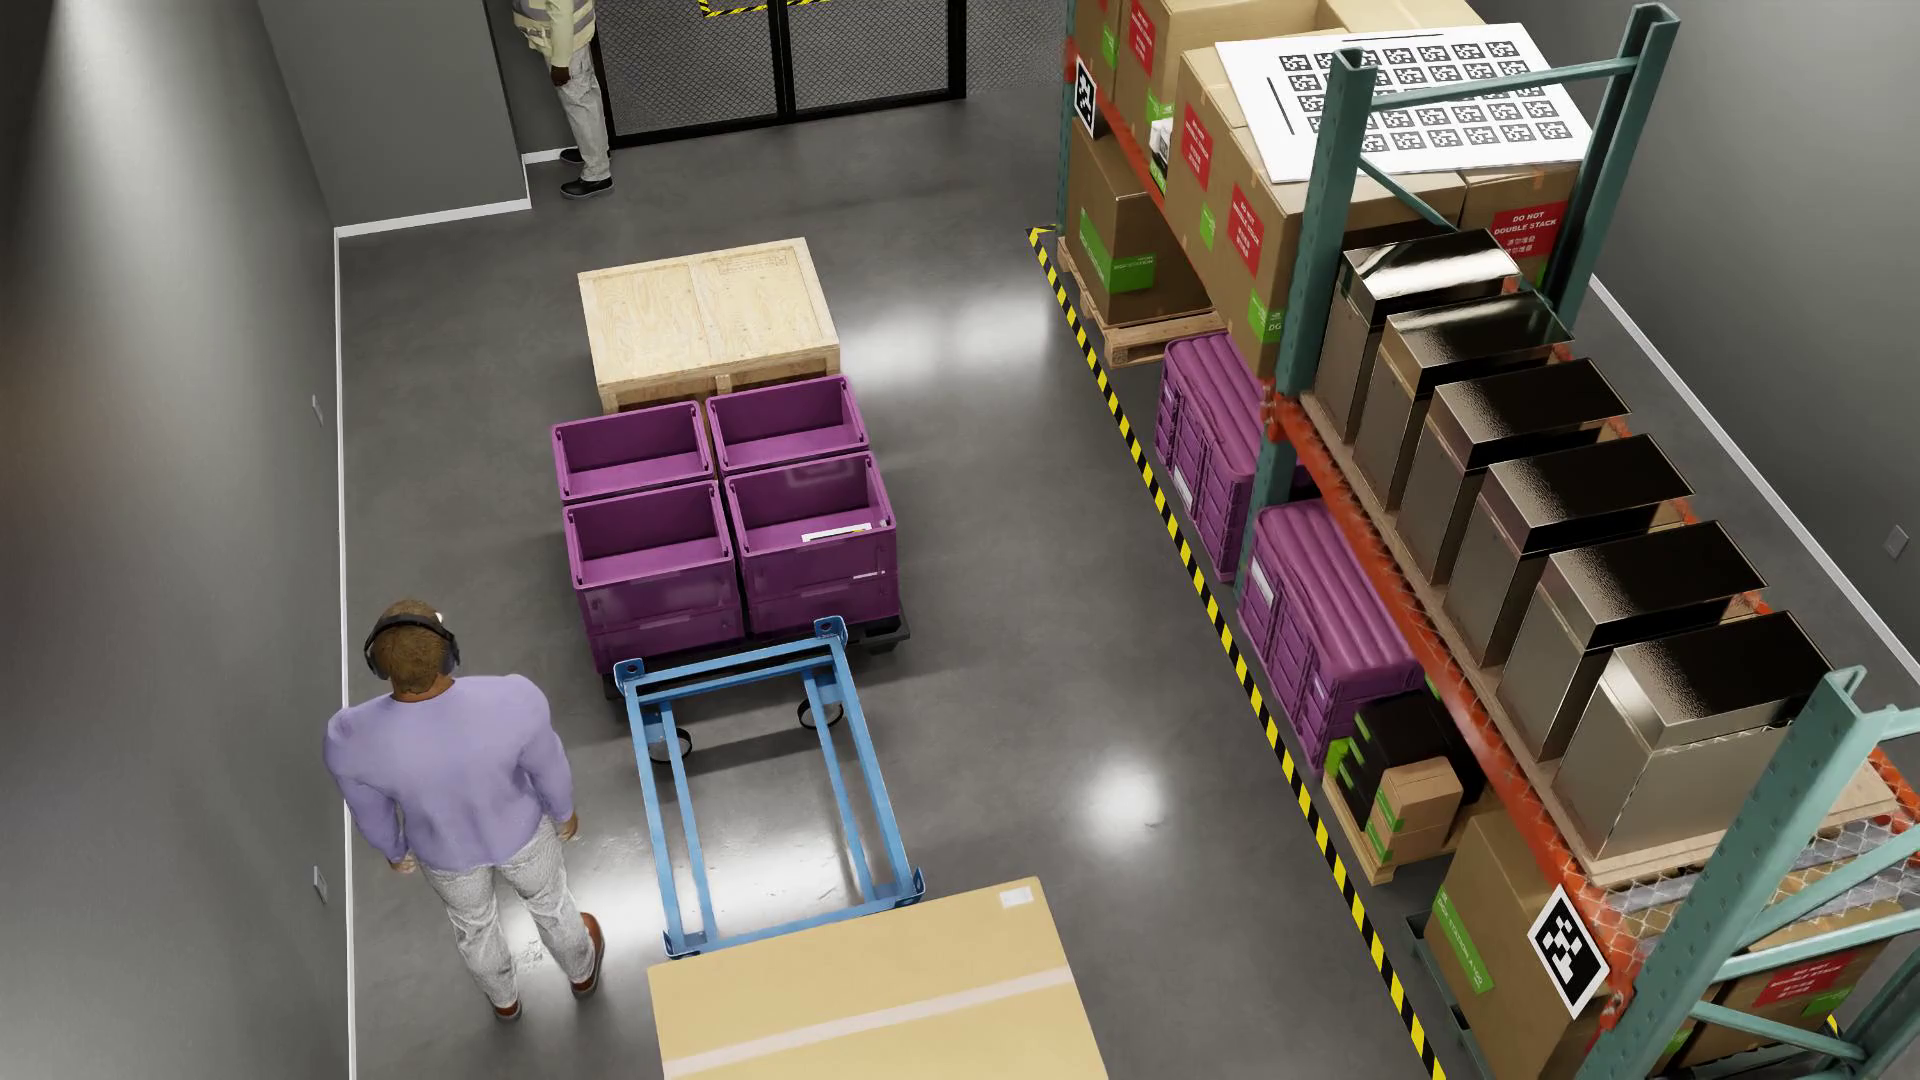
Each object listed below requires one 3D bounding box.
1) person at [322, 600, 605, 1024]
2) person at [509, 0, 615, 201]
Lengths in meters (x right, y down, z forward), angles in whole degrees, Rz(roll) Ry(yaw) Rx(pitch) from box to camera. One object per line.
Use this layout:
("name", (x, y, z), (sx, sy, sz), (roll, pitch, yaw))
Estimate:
("person", (-1.477, 0.876, 5.082), (0.628, 1.939, 0.375), (-12, 49, -11))
("person", (-2.012, -2.558, 8.307), (0.403, 1.830, 0.599), (-5, 48, -5))
